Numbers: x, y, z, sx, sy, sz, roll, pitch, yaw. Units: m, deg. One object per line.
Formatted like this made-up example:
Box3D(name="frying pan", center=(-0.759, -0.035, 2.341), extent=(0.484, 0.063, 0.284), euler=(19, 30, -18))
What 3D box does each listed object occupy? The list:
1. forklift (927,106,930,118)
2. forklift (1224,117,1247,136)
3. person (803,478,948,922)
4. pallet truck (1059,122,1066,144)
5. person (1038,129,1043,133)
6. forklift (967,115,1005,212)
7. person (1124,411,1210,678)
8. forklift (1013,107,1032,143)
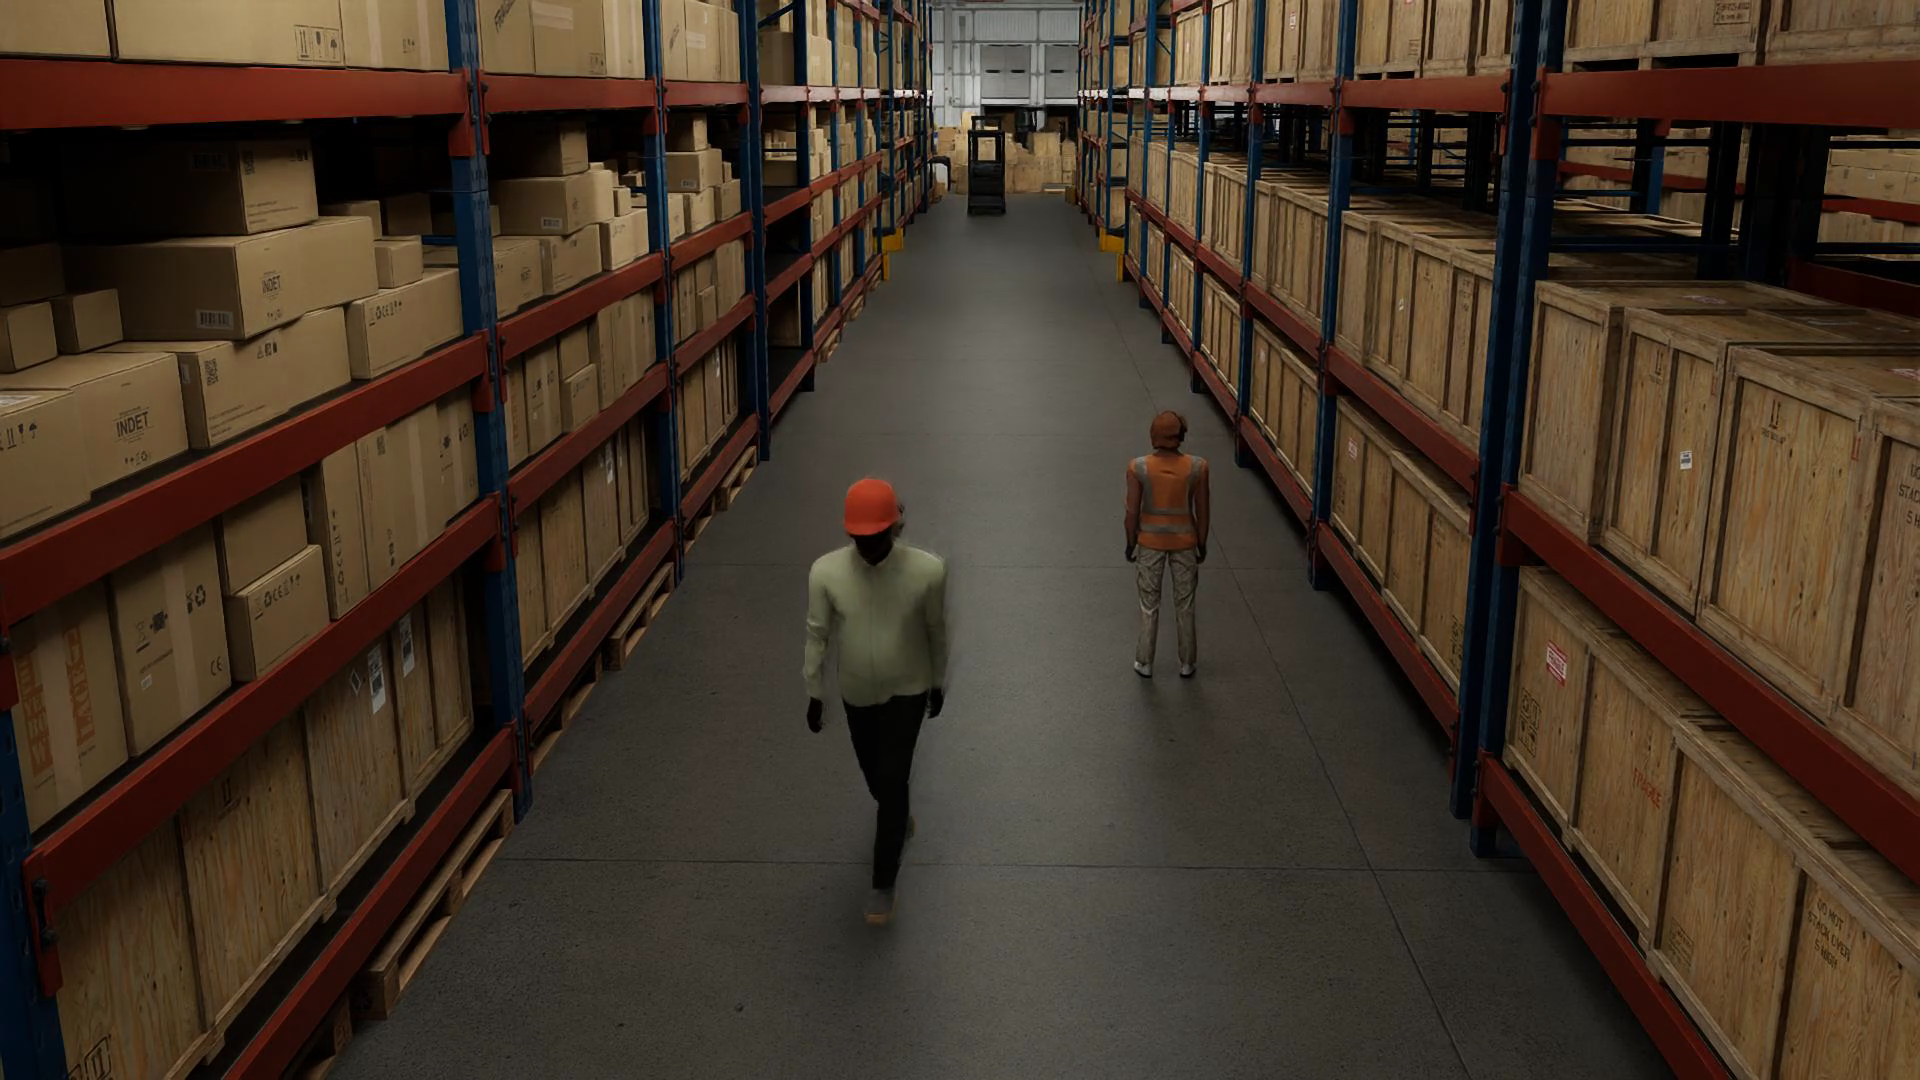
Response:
Box3D(name="forklift", center=(-1.928, -21.355, 87.247), extent=(1.129, 2.768, 1.873), euler=(0, 15, 2))
Box3D(name="forklift", center=(7.705, -10.201, 45.746), extent=(1.129, 2.768, 1.873), euler=(0, 15, 1))
Box3D(name="person", center=(-0.360, 0.598, 7.408), extent=(0.628, 1.930, 1.004), euler=(1, 15, 5))
Box3D(name="pallet truck", center=(5.788, -21.111, 88.014), extent=(1.885, 1.965, 0.823), euler=(5, 16, 18))
Box3D(name="person", center=(3.666, -17.810, 75.937), extent=(0.926, 1.888, 0.673), euler=(3, 15, 10))
Box3D(name="forklift", center=(0.797, -11.221, 49.543), extent=(1.129, 2.768, 1.873), euler=(0, 15, 2))
Box3D(name="person", center=(1.243, 0.036, 10.011), extent=(0.513, 1.639, 0.311), euler=(1, 15, 2))
Box3D(name="forklift", center=(3.089, -19.873, 81.734), extent=(1.129, 2.768, 1.873), euler=(-7, 17, -26))
